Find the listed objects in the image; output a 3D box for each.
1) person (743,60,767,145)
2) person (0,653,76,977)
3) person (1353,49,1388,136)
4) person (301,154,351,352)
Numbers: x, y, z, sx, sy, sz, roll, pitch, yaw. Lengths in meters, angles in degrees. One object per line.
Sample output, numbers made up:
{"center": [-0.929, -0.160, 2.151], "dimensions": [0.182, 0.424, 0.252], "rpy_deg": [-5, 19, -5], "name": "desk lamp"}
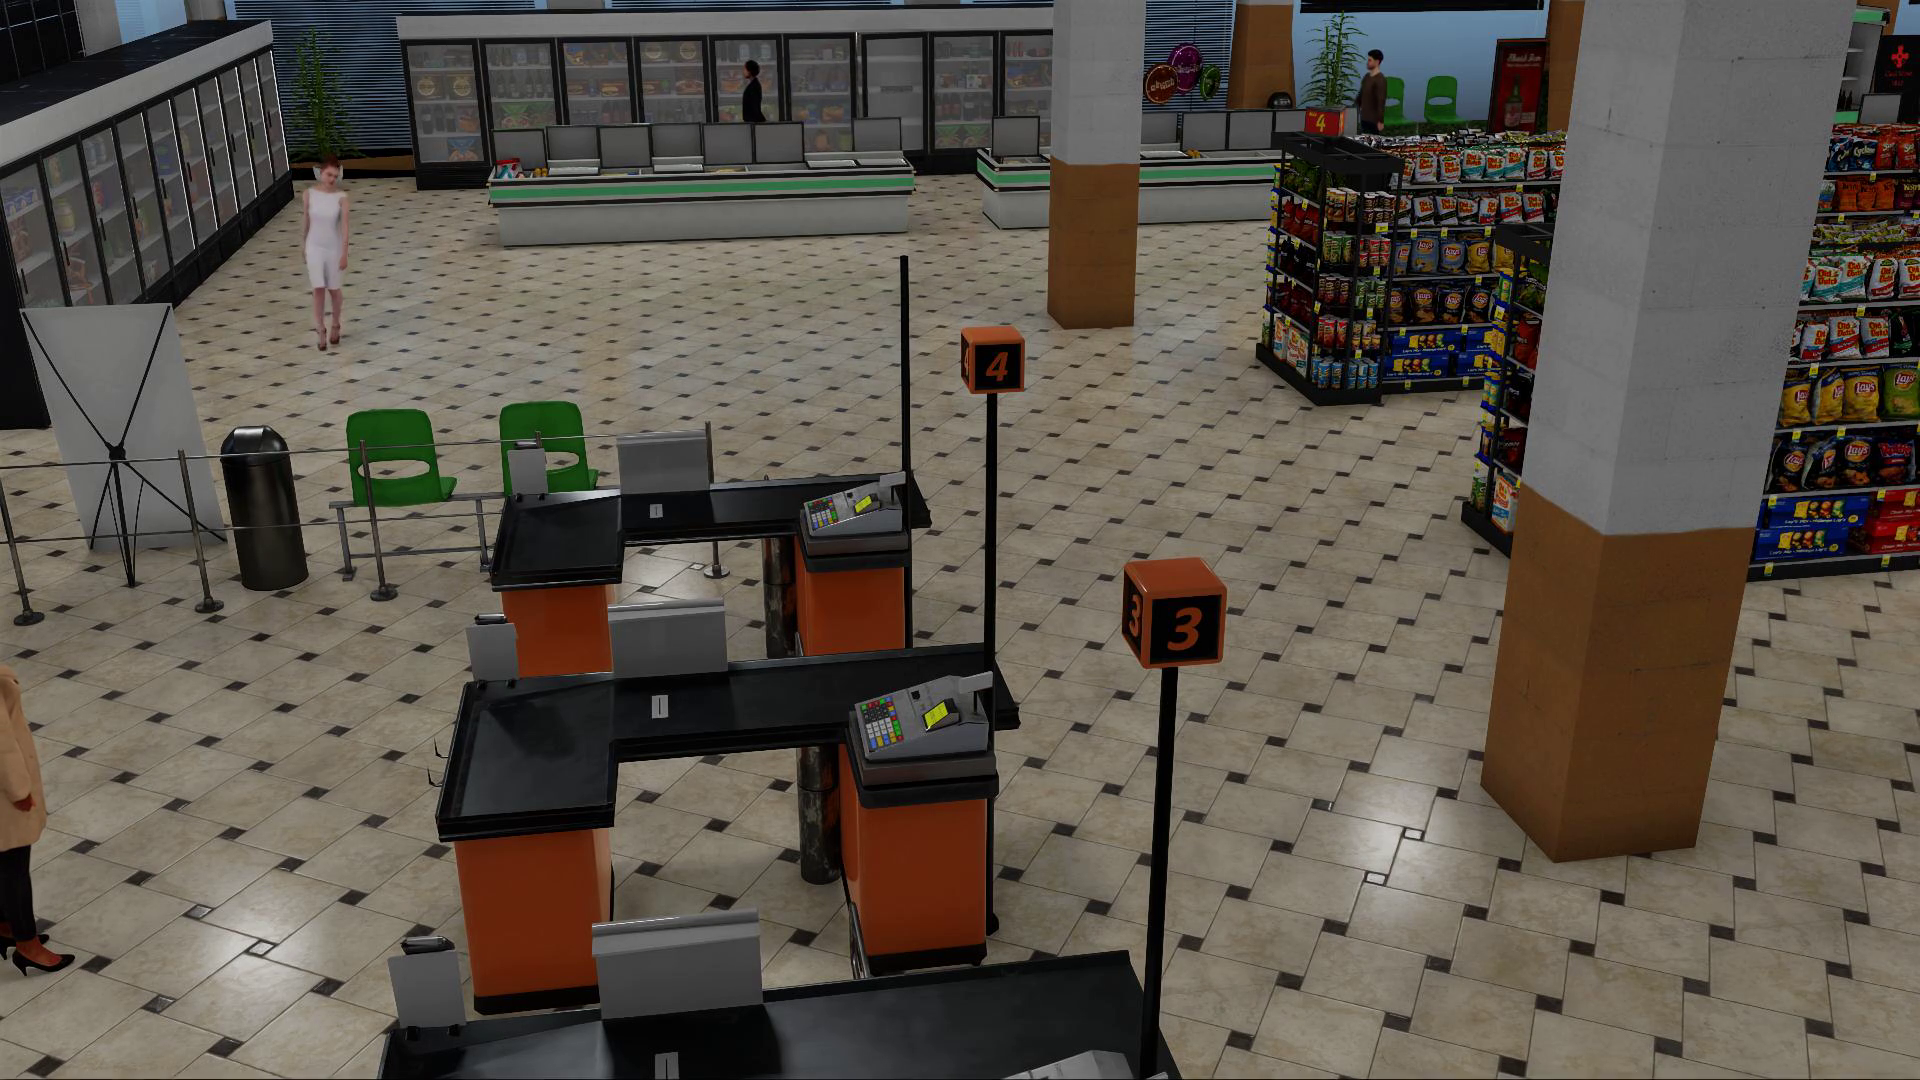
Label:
{"center": [-2.661, -5.324, 21.722], "dimensions": [0.555, 1.835, 0.627], "rpy_deg": [-2, 22, -4], "name": "person"}
{"center": [-3.742, 0.908, 6.421], "dimensions": [0.725, 1.680, 0.747], "rpy_deg": [19, 29, 39], "name": "person"}
{"center": [5.674, -5.687, 22.621], "dimensions": [1.112, 1.838, 0.675], "rpy_deg": [-4, 22, -10], "name": "person"}
{"center": [-5.706, -2.578, 15.009], "dimensions": [0.633, 1.745, 0.725], "rpy_deg": [1, 22, 3], "name": "person"}
